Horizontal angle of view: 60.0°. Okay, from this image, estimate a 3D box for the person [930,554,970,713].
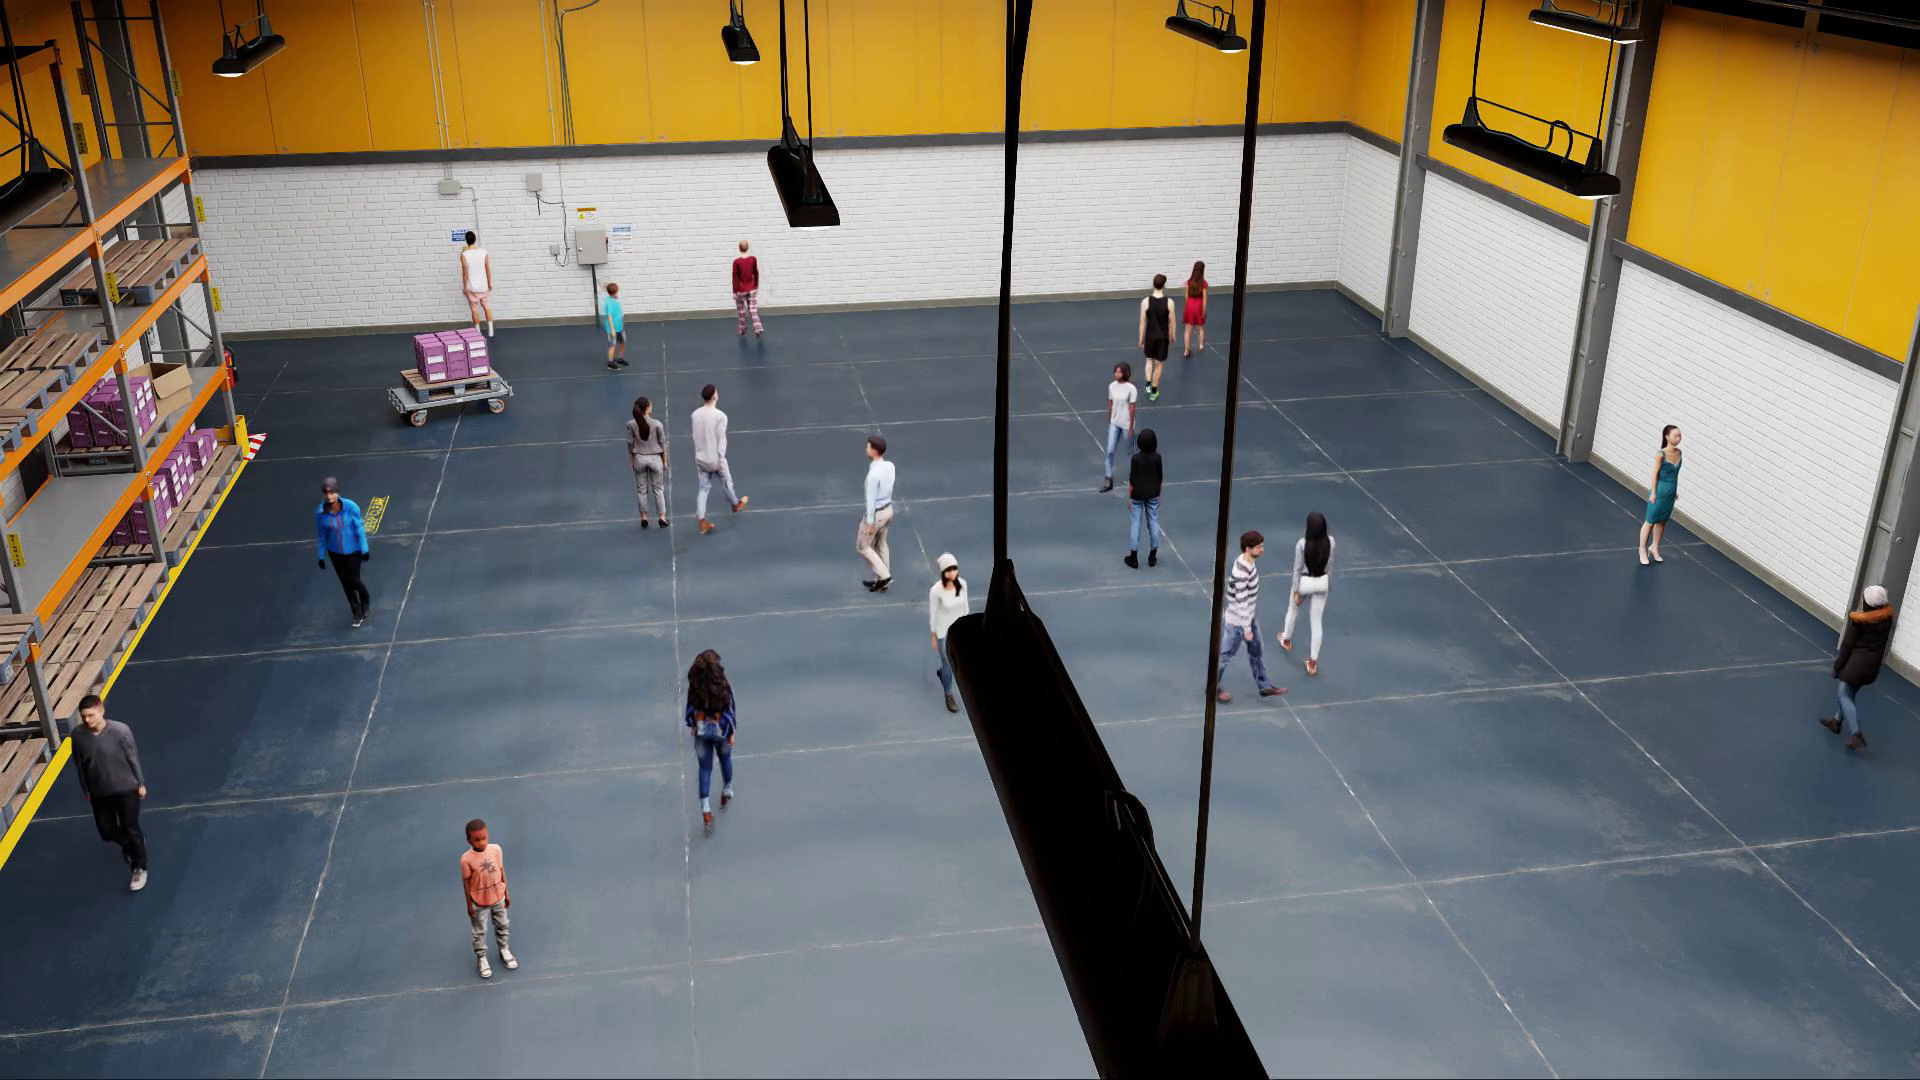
[{"bbox_3d":[-0.128,0.867,16.247,0.716,1.636,0.814,-13,27,-28],"label":"person"}]

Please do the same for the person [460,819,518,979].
[{"bbox_3d":[-3.575,2.667,12.536,0.533,1.309,0.557,-14,27,-30],"label":"person"}]

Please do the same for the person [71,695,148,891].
[{"bbox_3d":[-6.873,1.984,13.551,0.662,1.748,0.814,-7,24,-15],"label":"person"}]

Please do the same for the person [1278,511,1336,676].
[{"bbox_3d":[3.595,0.554,16.891,0.678,1.692,1.042,-1,24,-2],"label":"person"}]

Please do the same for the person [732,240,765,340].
[{"bbox_3d":[-3.530,-4.153,27.670,0.800,1.684,0.991,-12,26,-25],"label":"person"}]

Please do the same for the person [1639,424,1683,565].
[{"bbox_3d":[8.187,-0.532,19.384,0.596,1.685,0.556,-10,25,-21],"label":"person"}]

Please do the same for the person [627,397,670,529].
[{"bbox_3d":[-3.816,-0.937,20.323,0.660,1.677,0.624,0,24,0],"label":"person"}]

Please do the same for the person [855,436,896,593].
[{"bbox_3d":[-0.857,-0.252,18.551,0.876,1.839,0.802,12,26,25],"label":"person"}]

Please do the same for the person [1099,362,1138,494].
[{"bbox_3d":[2.158,-1.477,21.545,1.063,1.687,1.122,15,28,31],"label":"person"}]

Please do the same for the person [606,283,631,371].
[{"bbox_3d":[-5.465,-3.367,26.204,0.745,1.419,0.687,8,25,18],"label":"person"}]

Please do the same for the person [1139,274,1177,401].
[{"bbox_3d":[2.929,-2.992,24.779,0.859,1.873,0.936,7,25,15],"label":"person"}]

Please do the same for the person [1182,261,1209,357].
[{"bbox_3d":[3.769,-3.711,26.865,0.884,1.518,1.021,10,26,22],"label":"person"}]

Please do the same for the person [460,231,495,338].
[{"bbox_3d":[-8.076,-4.261,27.789,0.725,1.786,0.709,-16,28,-32],"label":"person"}]

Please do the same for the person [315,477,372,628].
[{"bbox_3d":[-6.555,0.105,17.816,0.737,1.774,0.787,1,24,3],"label":"person"}]

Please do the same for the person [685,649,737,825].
[{"bbox_3d":[-2.164,1.713,14.360,0.734,1.597,0.992,1,24,2],"label":"person"}]

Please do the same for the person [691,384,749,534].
[{"bbox_3d":[-3.077,-0.945,20.198,1.121,1.790,1.274,11,26,24],"label":"person"}]

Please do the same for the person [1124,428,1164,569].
[{"bbox_3d":[2.139,-0.491,19.269,0.552,1.702,0.521,-4,24,-9],"label":"person"}]

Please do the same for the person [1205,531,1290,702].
[{"bbox_3d":[2.647,0.756,16.275,1.068,1.816,1.104,9,25,19],"label":"person"}]

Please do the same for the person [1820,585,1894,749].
[{"bbox_3d":[8.416,1.195,15.513,0.660,1.621,0.904,-6,24,-14],"label":"person"}]
